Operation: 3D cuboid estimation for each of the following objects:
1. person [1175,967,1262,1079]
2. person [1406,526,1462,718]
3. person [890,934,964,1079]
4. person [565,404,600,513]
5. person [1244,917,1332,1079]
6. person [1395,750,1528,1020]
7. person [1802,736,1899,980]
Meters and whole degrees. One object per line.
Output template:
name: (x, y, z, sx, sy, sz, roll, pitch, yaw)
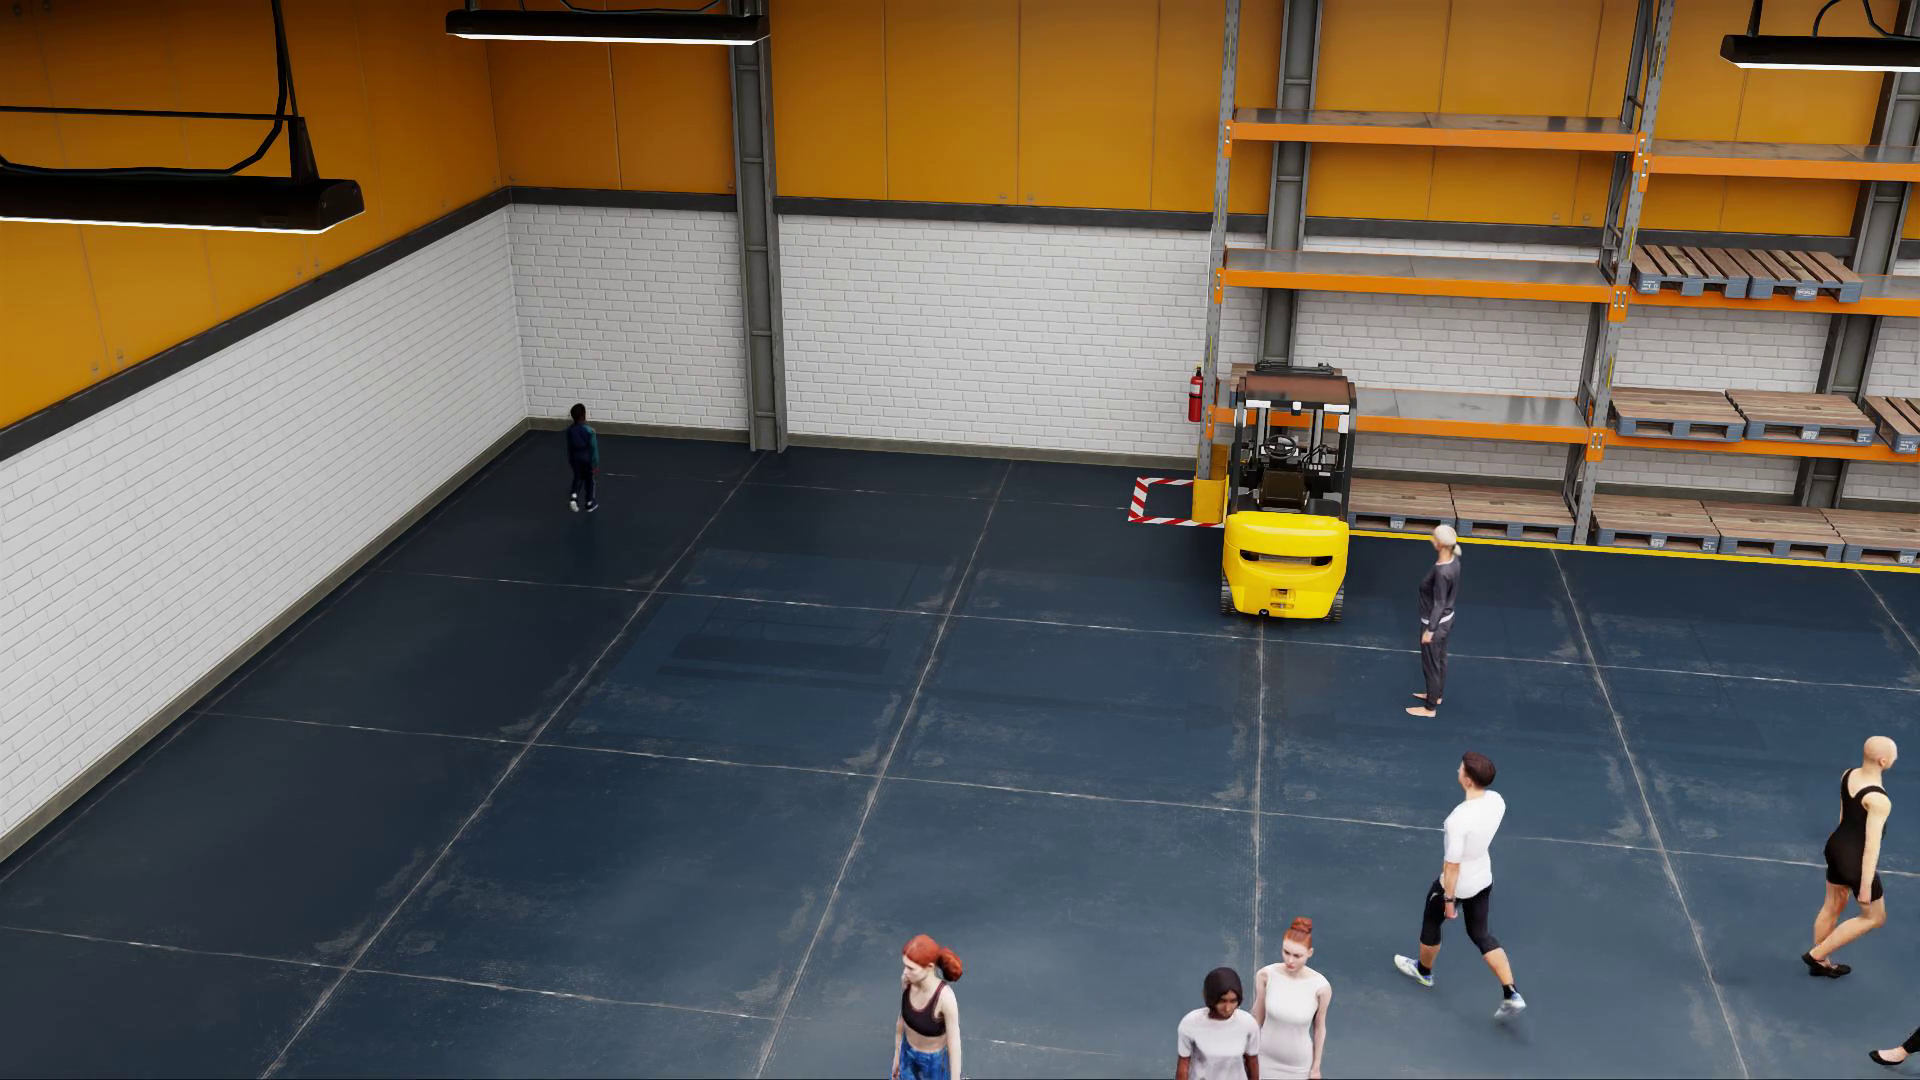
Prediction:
person: (1.346, 2.970, 8.854, 0.782, 1.709, 0.754, -1, 24, -2)
person: (4.057, 0.669, 14.096, 0.633, 1.727, 0.668, 13, 27, 27)
person: (-0.120, 2.860, 9.026, 0.883, 1.774, 0.843, -19, 30, -37)
person: (-4.153, -0.870, 18.217, 0.605, 1.246, 0.572, 5, 24, 12)
person: (1.777, 2.827, 9.077, 0.465, 1.793, 0.663, 8, 25, 18)
person: (3.265, 2.192, 10.494, 1.186, 1.822, 1.222, -15, 28, -30)
person: (5.690, 2.079, 10.767, 0.696, 1.810, 0.736, 0, 24, 1)
